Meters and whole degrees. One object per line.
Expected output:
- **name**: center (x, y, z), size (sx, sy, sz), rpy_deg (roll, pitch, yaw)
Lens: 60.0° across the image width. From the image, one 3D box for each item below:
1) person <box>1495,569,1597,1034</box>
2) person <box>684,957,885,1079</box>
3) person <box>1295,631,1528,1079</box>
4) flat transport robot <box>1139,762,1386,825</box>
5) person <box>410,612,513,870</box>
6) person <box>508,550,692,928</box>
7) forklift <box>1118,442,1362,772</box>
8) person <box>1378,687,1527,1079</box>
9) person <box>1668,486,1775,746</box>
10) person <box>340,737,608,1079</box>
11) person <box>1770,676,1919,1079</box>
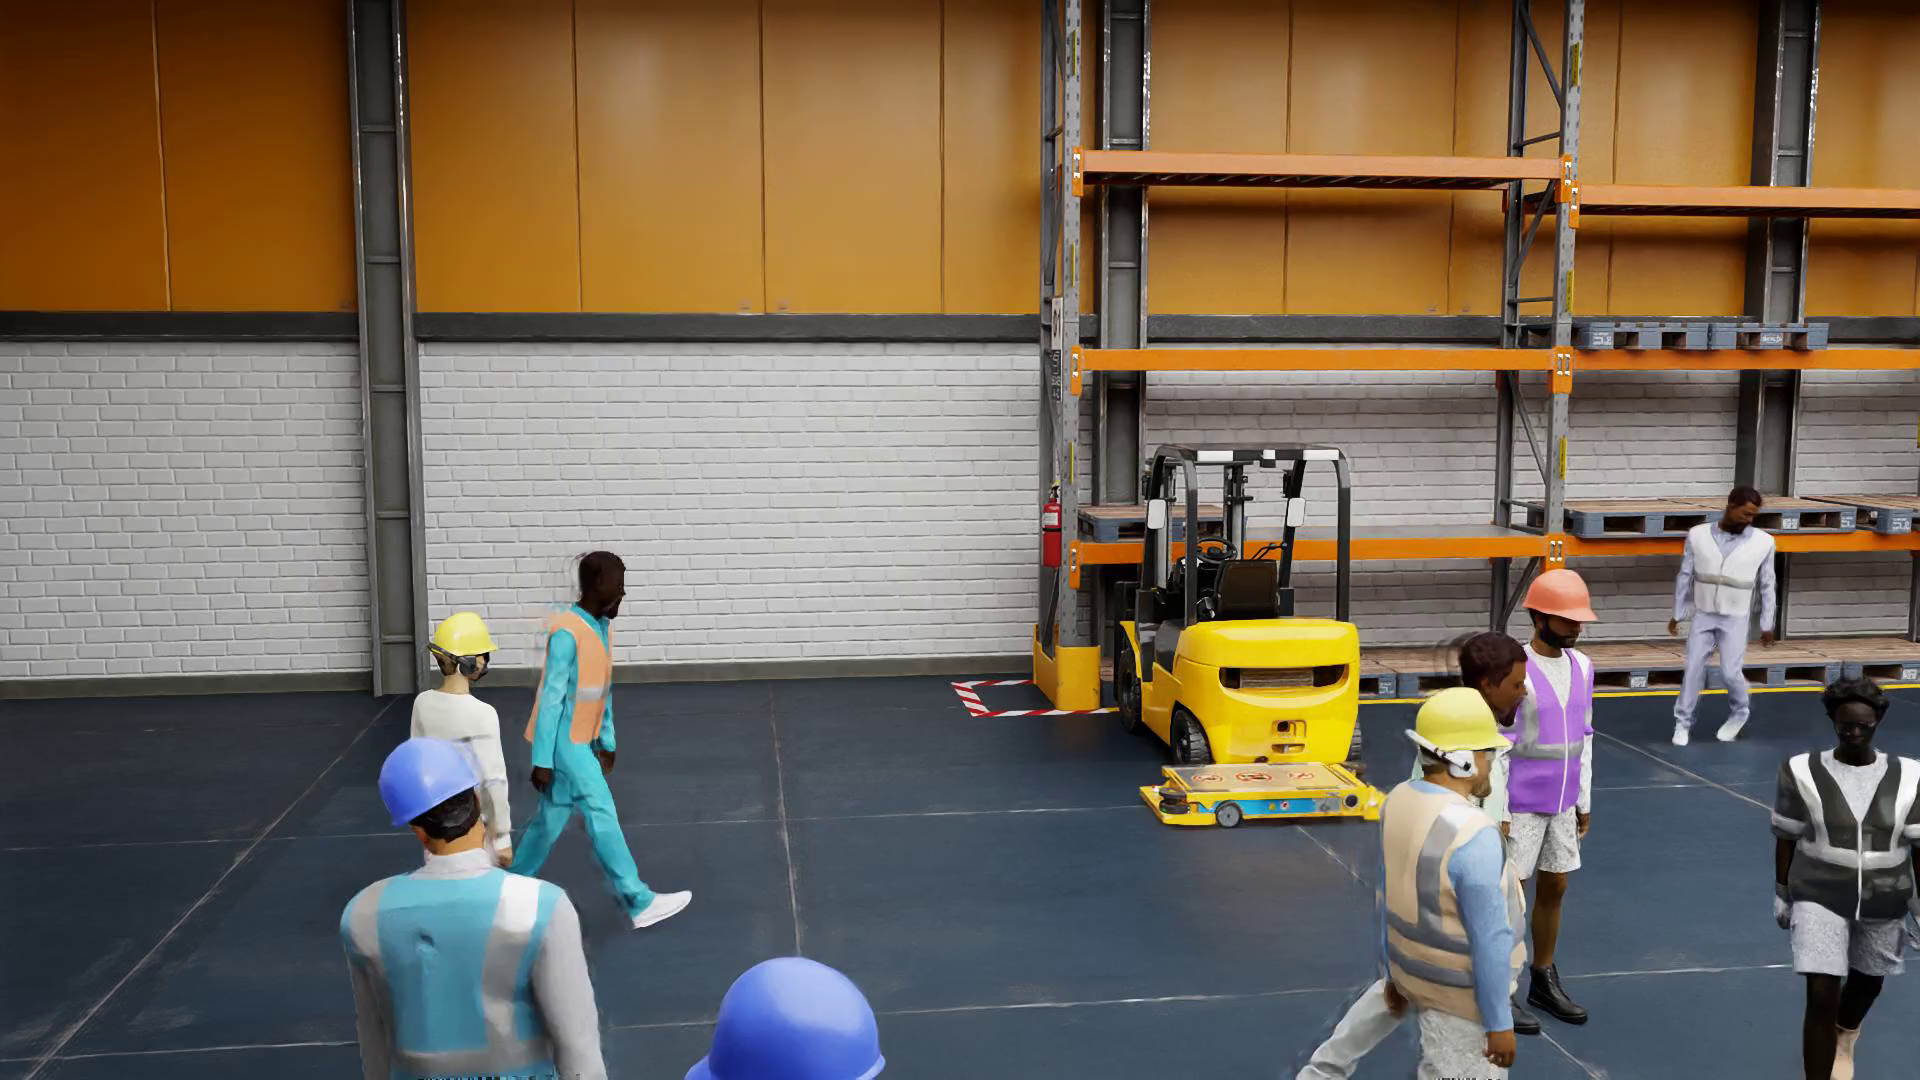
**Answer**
- **person**: center (2.425, 1.075, 6.905), size (0.545, 1.930, 0.387), rpy_deg (-3, 7, -24)
- **person**: center (-0.198, 1.574, 2.498), size (0.421, 1.939, 0.616), rpy_deg (2, 7, 20)
- **person**: center (1.634, 1.230, 5.848), size (0.931, 1.874, 0.610), rpy_deg (1, 7, 7)
- **flat transport robot**: center (1.862, 1.530, 10.104), size (1.431, 0.197, 0.652), rpy_deg (-1, 7, -6)
- **person**: center (-2.005, 1.171, 6.760), size (0.531, 1.768, 0.311), rpy_deg (5, 8, 36)
- **person**: center (-1.822, 0.994, 8.027), size (0.985, 1.834, 0.606), rpy_deg (0, 7, 1)
- **forklift**: center (1.912, 0.418, 11.496), size (1.214, 2.155, 2.313), rpy_deg (-1, 7, -8)
- **person**: center (1.442, 1.345, 5.090), size (0.815, 1.812, 0.593), rpy_deg (-1, 7, -7)
- **person**: center (5.425, 0.539, 11.850), size (0.687, 1.879, 0.558), rpy_deg (5, 8, 35)
- **person**: center (-1.079, 1.430, 3.955), size (0.778, 1.910, 0.376), rpy_deg (2, 7, 15)
- **person**: center (3.263, 1.302, 6.115), size (0.536, 1.668, 0.828), rpy_deg (2, 7, 18)
